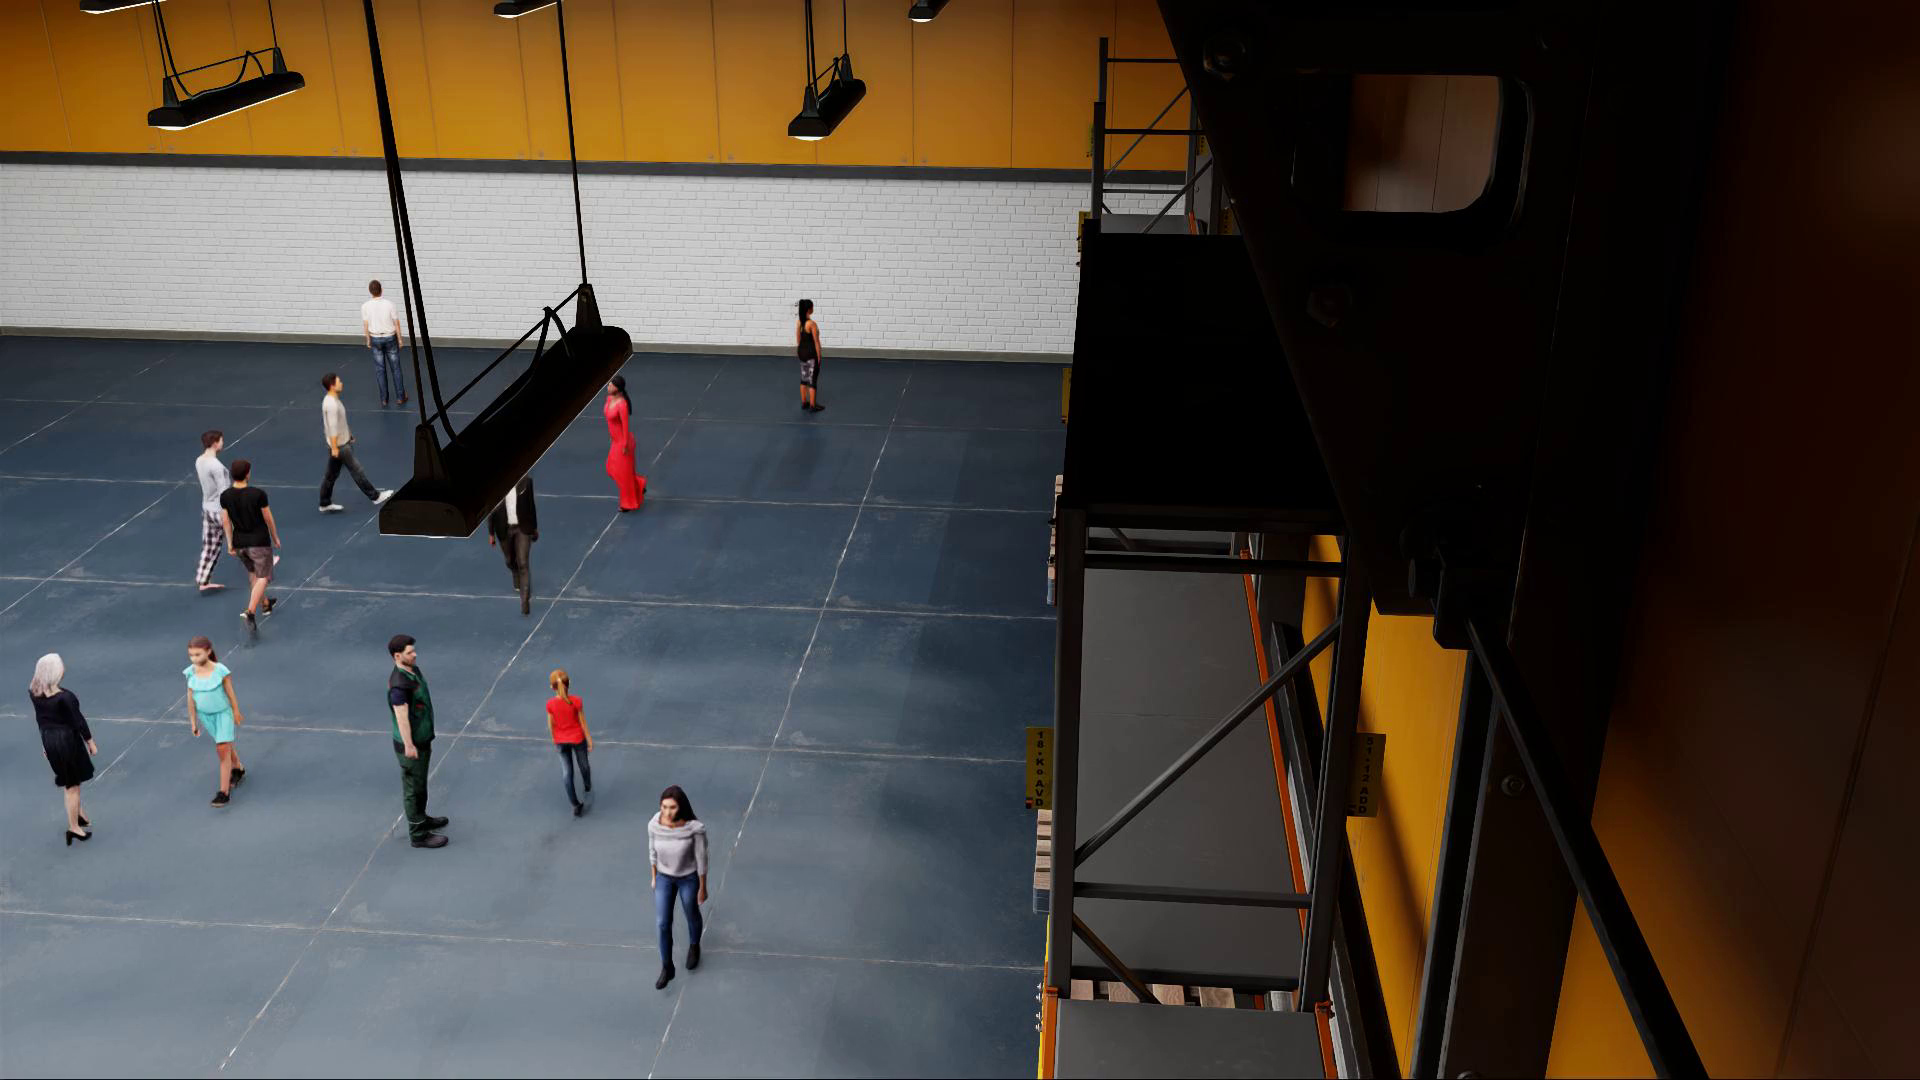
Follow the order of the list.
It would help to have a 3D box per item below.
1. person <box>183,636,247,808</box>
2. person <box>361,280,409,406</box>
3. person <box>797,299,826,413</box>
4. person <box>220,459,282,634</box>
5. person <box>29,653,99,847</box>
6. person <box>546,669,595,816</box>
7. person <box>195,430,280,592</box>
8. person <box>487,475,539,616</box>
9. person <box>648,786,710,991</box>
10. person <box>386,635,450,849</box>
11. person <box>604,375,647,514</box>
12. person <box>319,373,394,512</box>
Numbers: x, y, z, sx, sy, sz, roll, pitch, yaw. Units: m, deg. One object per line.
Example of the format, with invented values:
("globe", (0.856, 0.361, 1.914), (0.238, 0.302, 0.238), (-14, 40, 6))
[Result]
("person", (-6.517, 1.508, 14.648), (0.541, 1.527, 0.944), (2, 24, 4))
("person", (-8.428, -2.900, 24.321), (0.732, 1.857, 0.694), (-6, 24, -13))
("person", (-2.195, -2.694, 24.087), (0.657, 1.666, 0.692), (21, 31, 39))
("person", (-7.502, 0.074, 17.548), (0.688, 1.833, 1.144), (0, 24, 0))
("person", (-7.467, 1.777, 13.775), (0.700, 1.735, 0.735), (7, 25, 16))
("person", (-3.378, 1.775, 14.344), (0.628, 1.282, 0.848), (-1, 24, -3))
("person", (-8.295, -0.279, 18.406), (1.078, 1.793, 1.254), (19, 30, 37))
("person", (-4.854, -0.129, 18.092), (0.911, 1.768, 1.241), (-5, 24, -10))
("person", (-2.052, 2.478, 12.318), (0.660, 1.616, 0.776), (4, 24, 8))
("person", (-4.565, 1.650, 13.859), (0.792, 1.899, 0.620), (-5, 24, -11))
("person", (-4.096, -1.199, 20.541), (0.870, 1.769, 0.811), (-16, 28, -32))
("person", (-7.752, -1.163, 20.450), (1.088, 1.774, 1.175), (-10, 25, -21))
